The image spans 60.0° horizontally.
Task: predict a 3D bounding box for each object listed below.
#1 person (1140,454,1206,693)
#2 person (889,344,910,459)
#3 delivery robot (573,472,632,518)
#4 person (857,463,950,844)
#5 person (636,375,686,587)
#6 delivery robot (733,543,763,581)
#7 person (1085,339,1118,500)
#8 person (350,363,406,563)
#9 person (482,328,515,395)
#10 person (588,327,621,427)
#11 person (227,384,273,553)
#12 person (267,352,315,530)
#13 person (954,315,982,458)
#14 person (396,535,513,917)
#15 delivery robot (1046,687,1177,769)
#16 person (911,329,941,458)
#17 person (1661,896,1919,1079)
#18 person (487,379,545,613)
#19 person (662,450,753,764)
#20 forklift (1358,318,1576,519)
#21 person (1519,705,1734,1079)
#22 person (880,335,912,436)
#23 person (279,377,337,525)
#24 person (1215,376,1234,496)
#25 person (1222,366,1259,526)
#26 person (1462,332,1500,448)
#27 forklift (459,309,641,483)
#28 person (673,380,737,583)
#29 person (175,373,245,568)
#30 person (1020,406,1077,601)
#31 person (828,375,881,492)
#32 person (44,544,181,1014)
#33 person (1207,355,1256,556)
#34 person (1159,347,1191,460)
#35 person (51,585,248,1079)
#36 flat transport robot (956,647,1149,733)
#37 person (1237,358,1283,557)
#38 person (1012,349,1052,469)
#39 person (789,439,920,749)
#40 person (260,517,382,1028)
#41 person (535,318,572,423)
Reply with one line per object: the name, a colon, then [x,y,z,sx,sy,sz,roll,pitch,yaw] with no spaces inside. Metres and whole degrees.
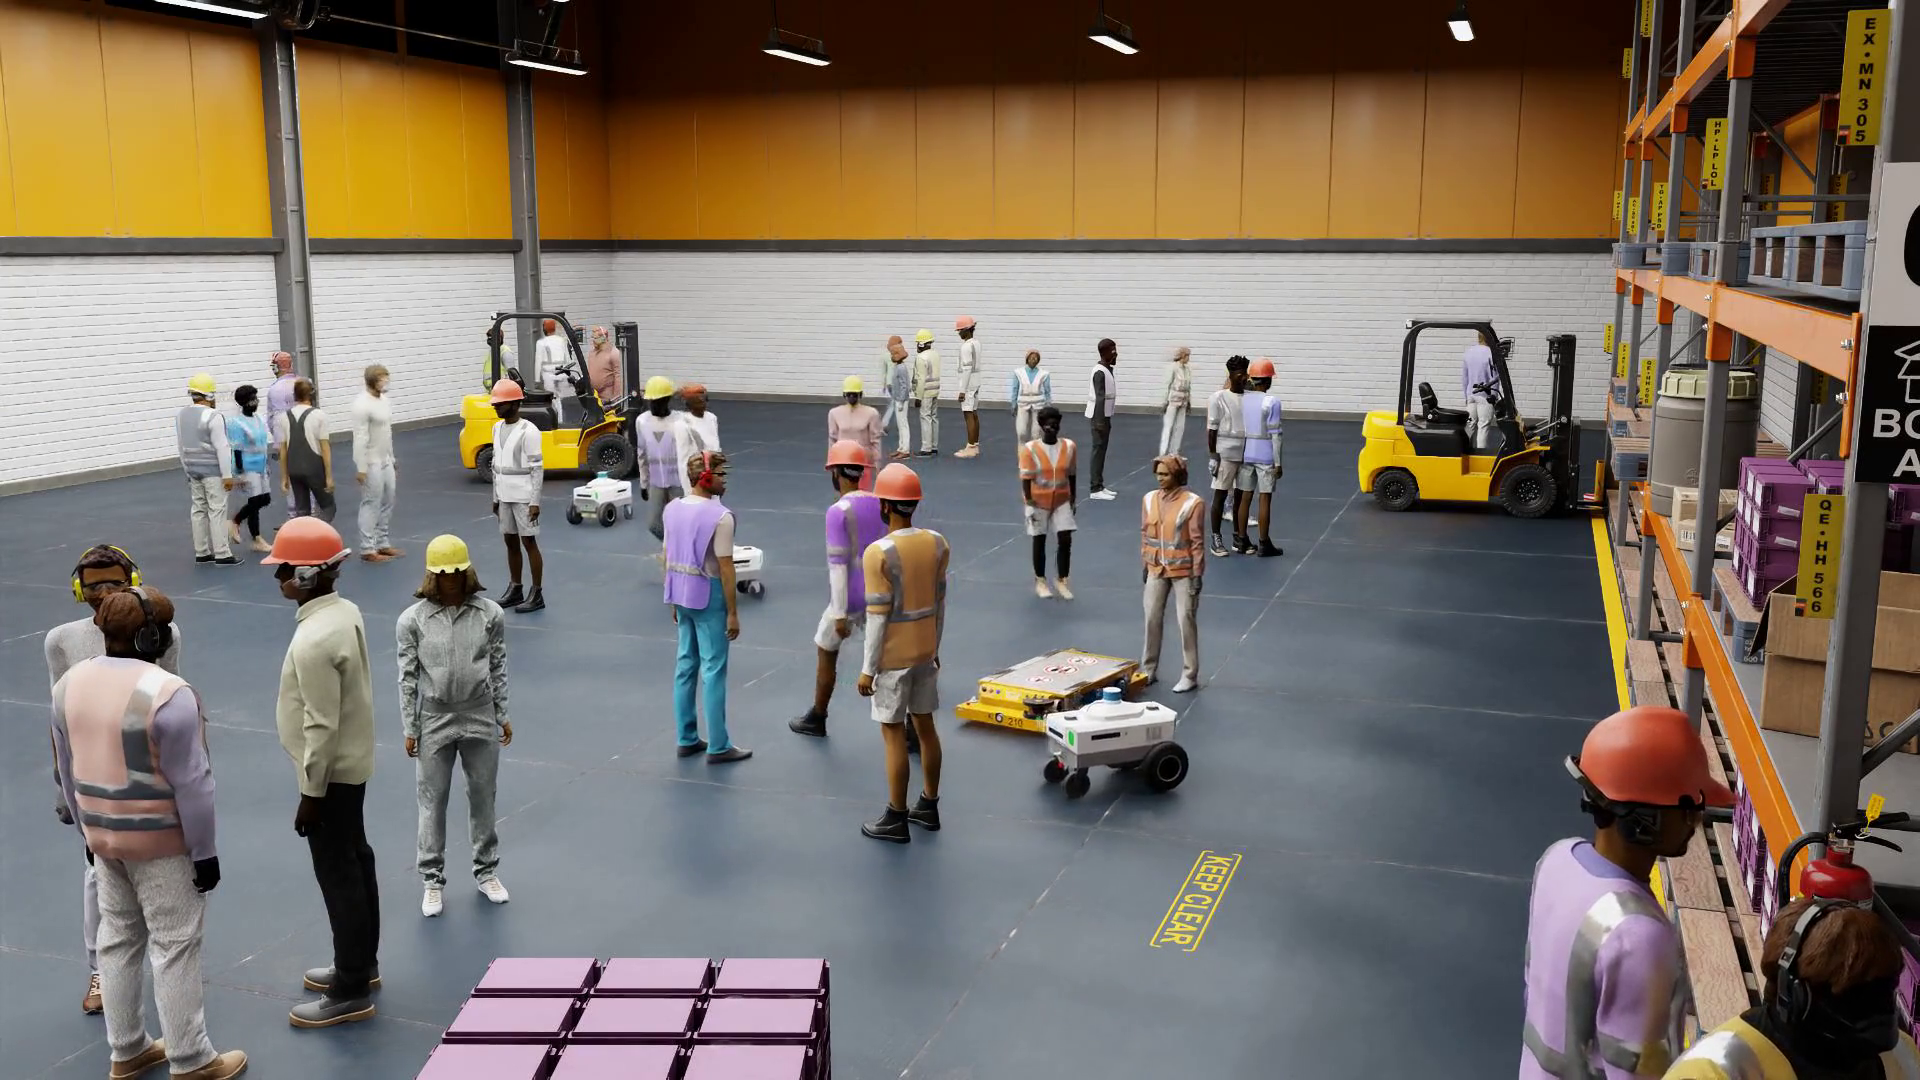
person: [1.441,0.225,11.319,0.524,1.629,0.324,8,13,38]
person: [-0.860,-1.963,23.621,0.289,1.633,0.499,-2,10,-9]
delivery robot: [-3.900,-0.502,18.167,0.477,0.478,0.707,4,11,22]
person: [-0.307,0.574,8.474,0.361,1.939,0.543,9,14,42]
person: [-2.586,-0.529,14.811,0.597,1.901,0.617,3,11,17]
delivery robot: [-2.053,0.200,14.213,0.707,0.478,0.477,-6,12,-29]
person: [1.703,-1.453,19.943,0.399,1.920,0.590,2,10,12]
person: [-5.599,-0.737,15.925,0.393,1.921,0.657,0,10,2]
person: [-6.701,-2.159,24.141,0.429,1.842,0.637,-9,13,-41]
person: [-4.985,-2.022,23.206,0.636,1.902,0.406,8,13,37]
person: [-7.056,-0.702,16.387,0.515,1.679,0.540,1,10,6]
person: [-7.167,-1.054,17.744,0.400,1.905,0.643,1,10,8]
person: [0.102,-2.186,23.748,0.382,2.037,0.606,3,10,15]
person: [-2.285,0.832,7.570,0.494,1.742,0.308,-6,11,-29]
delivery robot: [0.847,1.069,9.317,0.707,0.478,0.477,-4,11,-23]
person: [-0.493,-2.093,23.791,0.404,1.834,0.592,5,11,25]
person: [1.589,1.562,3.185,0.624,1.845,0.430,-5,11,-25]
person: [-3.686,-0.362,13.746,0.549,1.936,0.376,7,12,36]
person: [-1.522,0.395,9.756,0.564,1.841,0.390,9,13,40]
forklift: [5.787,-1.437,19.079,2.313,2.155,1.214,3,11,19]
person: [1.460,1.361,3.746,0.397,2.043,0.609,0,10,2]
person: [-1.069,-2.470,26.569,0.491,1.600,0.829,8,13,39]
person: [-6.052,-0.602,15.455,0.533,1.812,0.457,2,10,9]
person: [2.990,-1.016,18.289,0.502,1.632,0.279,6,12,32]
person: [3.121,-1.016,18.030,0.744,1.726,0.523,9,13,40]
person: [7.090,-1.935,22.622,0.372,1.935,0.627,-5,11,-25]
forklift: [-5.354,-1.902,21.697,2.313,2.155,1.214,-2,10,-13]
person: [-2.295,-0.488,14.717,0.690,1.849,0.623,3,11,18]
person: [-7.079,-0.654,15.691,0.600,1.829,0.404,5,11,26]
person: [0.769,-0.299,14.111,0.552,1.669,0.614,-3,10,-14]
person: [-1.052,-0.798,16.718,0.535,1.750,0.526,1,10,5]
person: [-3.339,0.940,6.639,0.512,1.862,0.329,-5,11,-28]
person: [2.692,-0.828,16.296,0.602,1.966,0.368,-5,11,-25]
person: [2.996,-1.880,23.244,0.318,1.609,0.664,9,14,42]
person: [-2.895,1.070,5.958,0.634,1.841,0.429,4,11,22]
flat transport robot: [0.634,0.965,10.967,0.652,0.197,1.431,6,12,33]
person: [2.927,-0.805,16.230,0.352,1.942,0.545,-9,14,-42]
person: [0.972,-1.758,22.451,0.548,1.623,0.478,0,10,1]
person: [-0.582,0.334,10.043,1.033,1.891,0.548,7,12,35]
person: [-2.480,0.894,6.512,0.382,1.995,0.612,-2,10,-10]
person: [-6.518,-2.592,26.494,0.521,1.865,0.618,9,14,43]
